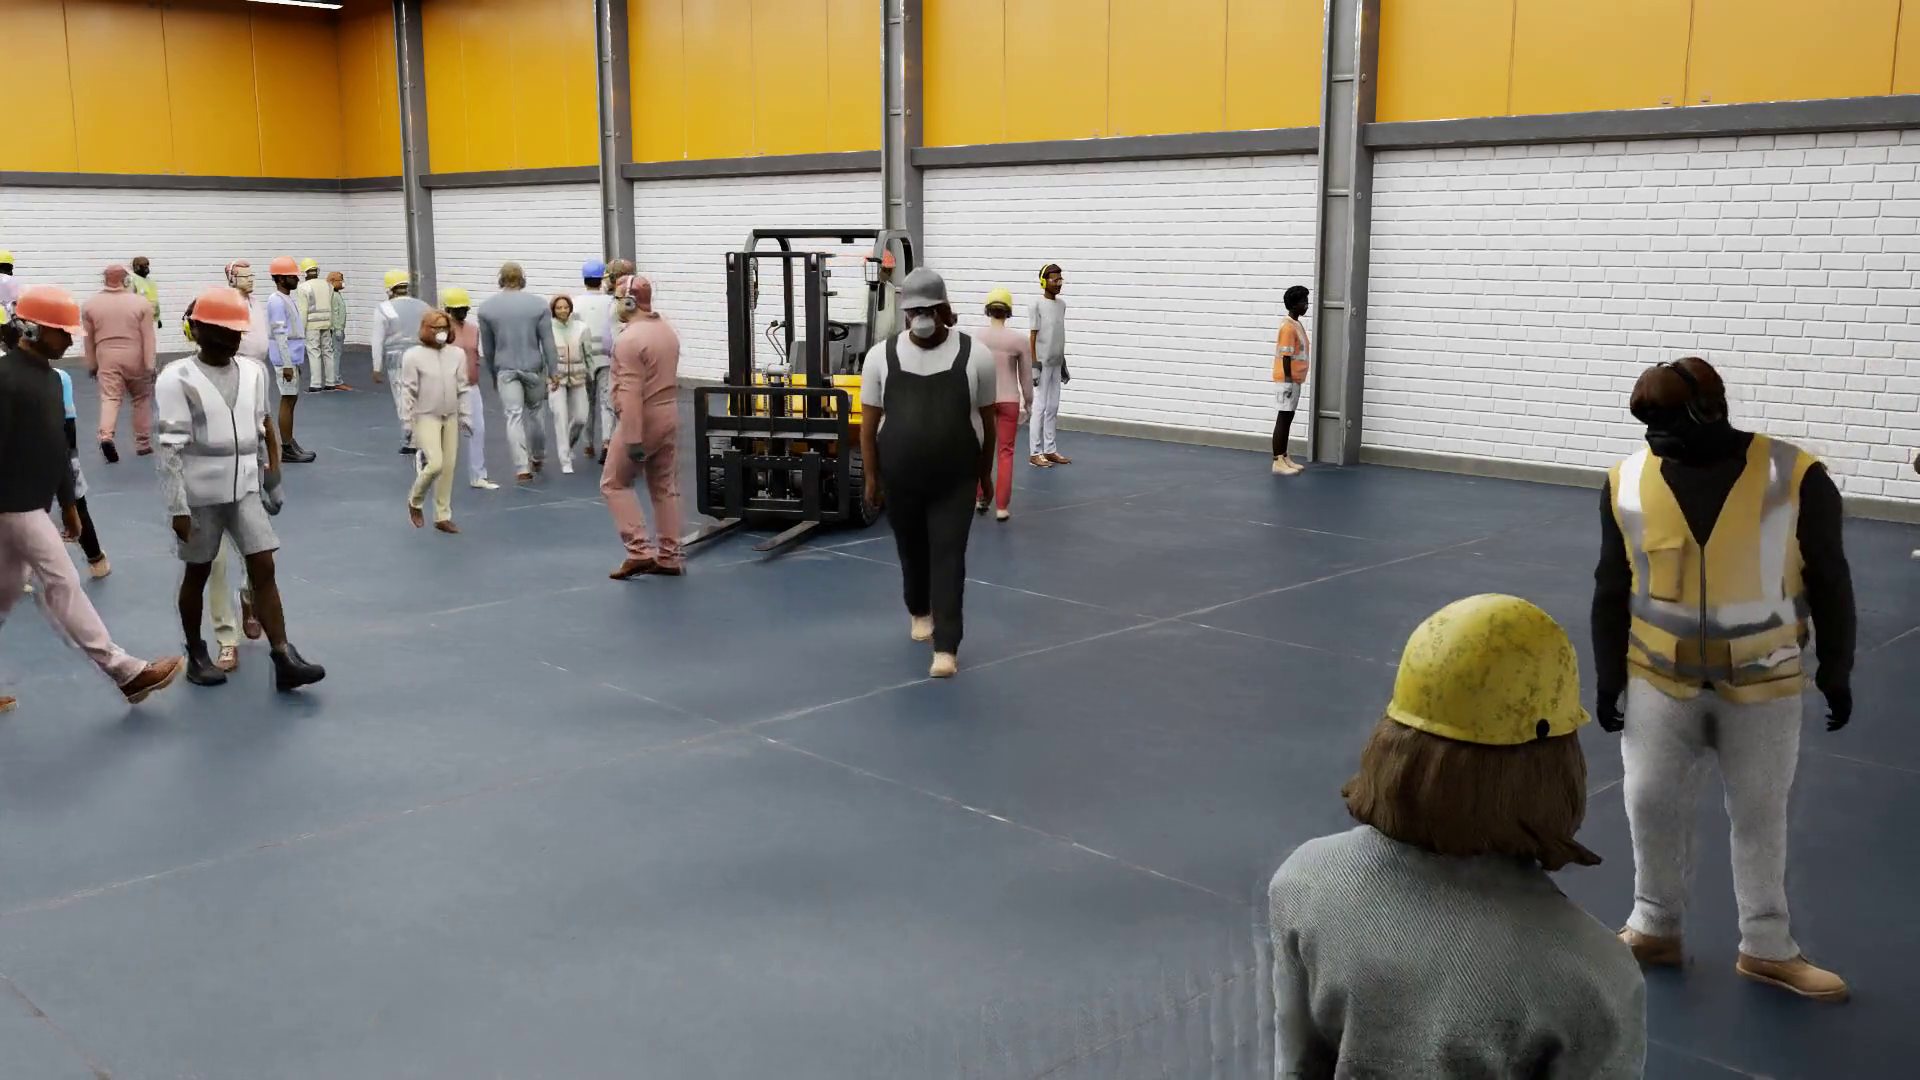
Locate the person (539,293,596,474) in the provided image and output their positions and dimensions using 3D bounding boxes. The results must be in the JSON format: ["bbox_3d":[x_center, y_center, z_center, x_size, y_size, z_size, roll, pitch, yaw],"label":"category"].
[{"bbox_3d":[-3.584,-1.430,15.077,0.525,1.620,0.552,-5,12,-27],"label":"person"}]

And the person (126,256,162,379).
[{"bbox_3d":[-12.039,-3.268,24.564,0.429,1.829,0.627,1,10,6],"label":"person"}]

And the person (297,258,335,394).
[{"bbox_3d":[-8.701,-2.879,22.439,0.403,1.823,0.586,5,11,25],"label":"person"}]

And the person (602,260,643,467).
[{"bbox_3d":[-3.017,-1.598,15.228,0.518,1.906,0.642,0,10,0],"label":"person"}]

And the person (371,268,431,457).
[{"bbox_3d":[-5.368,-1.706,16.070,0.448,1.811,0.615,8,13,39],"label":"person"}]

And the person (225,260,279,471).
[{"bbox_3d":[-6.356,-1.521,14.804,0.401,1.910,0.641,1,10,7],"label":"person"}]

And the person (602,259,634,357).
[{"bbox_3d":[-3.137,-1.664,15.586,0.407,1.906,0.654,-4,11,-19],"label":"person"}]

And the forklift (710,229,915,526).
[{"bbox_3d":[-1.050,-1.319,12.920,1.214,2.155,2.313,2,11,13],"label":"forklift"}]

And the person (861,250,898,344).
[{"bbox_3d":[-0.787,-2.204,18.365,0.863,1.958,0.662,6,12,30],"label":"person"}]

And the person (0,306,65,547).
[{"bbox_3d":[-6.206,-0.669,10.659,0.533,1.721,0.909,2,11,9],"label":"person"}]

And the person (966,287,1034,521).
[{"bbox_3d":[0.281,-1.039,12.617,0.560,1.740,0.699,0,10,1],"label":"person"}]

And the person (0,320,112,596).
[{"bbox_3d":[-5.570,-0.507,10.000,0.536,1.646,0.806,-1,10,-5],"label":"person"}]

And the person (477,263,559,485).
[{"bbox_3d":[-3.847,-1.457,14.525,0.672,1.876,1.014,-3,11,-16],"label":"person"}]

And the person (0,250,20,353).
[{"bbox_3d":[-12.990,-2.981,22.712,0.585,1.928,0.365,4,11,22],"label":"person"}]

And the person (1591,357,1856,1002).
[{"bbox_3d":[2.153,0.401,4.642,0.762,1.810,0.433,6,12,31],"label":"person"}]

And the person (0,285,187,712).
[{"bbox_3d":[-4.072,-0.161,7.381,1.077,1.903,0.684,-2,11,-10],"label":"person"}]

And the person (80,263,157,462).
[{"bbox_3d":[-8.012,-1.698,15.864,0.651,1.879,0.892,-2,11,-12],"label":"person"}]

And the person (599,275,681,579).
[{"bbox_3d":[-1.985,-0.691,10.347,0.515,1.889,0.652,4,11,20],"label":"person"}]

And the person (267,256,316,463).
[{"bbox_3d":[-6.321,-1.699,15.692,0.354,1.939,0.544,-3,11,-16],"label":"person"}]

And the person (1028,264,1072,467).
[{"bbox_3d":[0.837,-1.616,15.425,0.319,1.871,0.532,9,13,39],"label":"person"}]

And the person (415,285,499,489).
[{"bbox_3d":[-4.304,-1.288,14.029,0.803,1.727,0.520,7,12,32],"label":"person"}]

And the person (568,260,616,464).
[{"bbox_3d":[-3.415,-1.679,15.666,0.616,1.906,0.938,-2,11,-10],"label":"person"}]

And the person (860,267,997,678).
[{"bbox_3d":[-0.161,-0.413,8.397,0.682,2.000,1.033,1,10,5],"label":"person"}]

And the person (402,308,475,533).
[{"bbox_3d":[-3.746,-0.845,11.901,0.379,1.617,0.496,8,13,36],"label":"person"}]

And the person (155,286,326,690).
[{"bbox_3d":[-3.369,-0.212,7.706,0.956,1.884,0.584,7,12,33],"label":"person"}]

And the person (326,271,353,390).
[{"bbox_3d":[-8.594,-2.887,23.001,0.286,1.633,0.499,-3,11,-16],"label":"person"}]

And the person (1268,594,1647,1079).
[{"bbox_3d":[0.543,0.919,1.997,0.514,1.727,0.486,-9,14,-42],"label":"person"}]

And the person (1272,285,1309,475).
[{"bbox_3d":[2.959,-1.426,14.882,0.319,1.690,0.534,3,11,18],"label":"person"}]

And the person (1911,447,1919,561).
[{"bbox_3d":[6.410,-0.837,10.742,0.421,2.026,0.615,7,12,33],"label":"person"}]

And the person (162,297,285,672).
[{"bbox_3d":[-3.681,-0.300,8.329,0.536,1.841,0.698,-4,11,-20],"label":"person"}]
